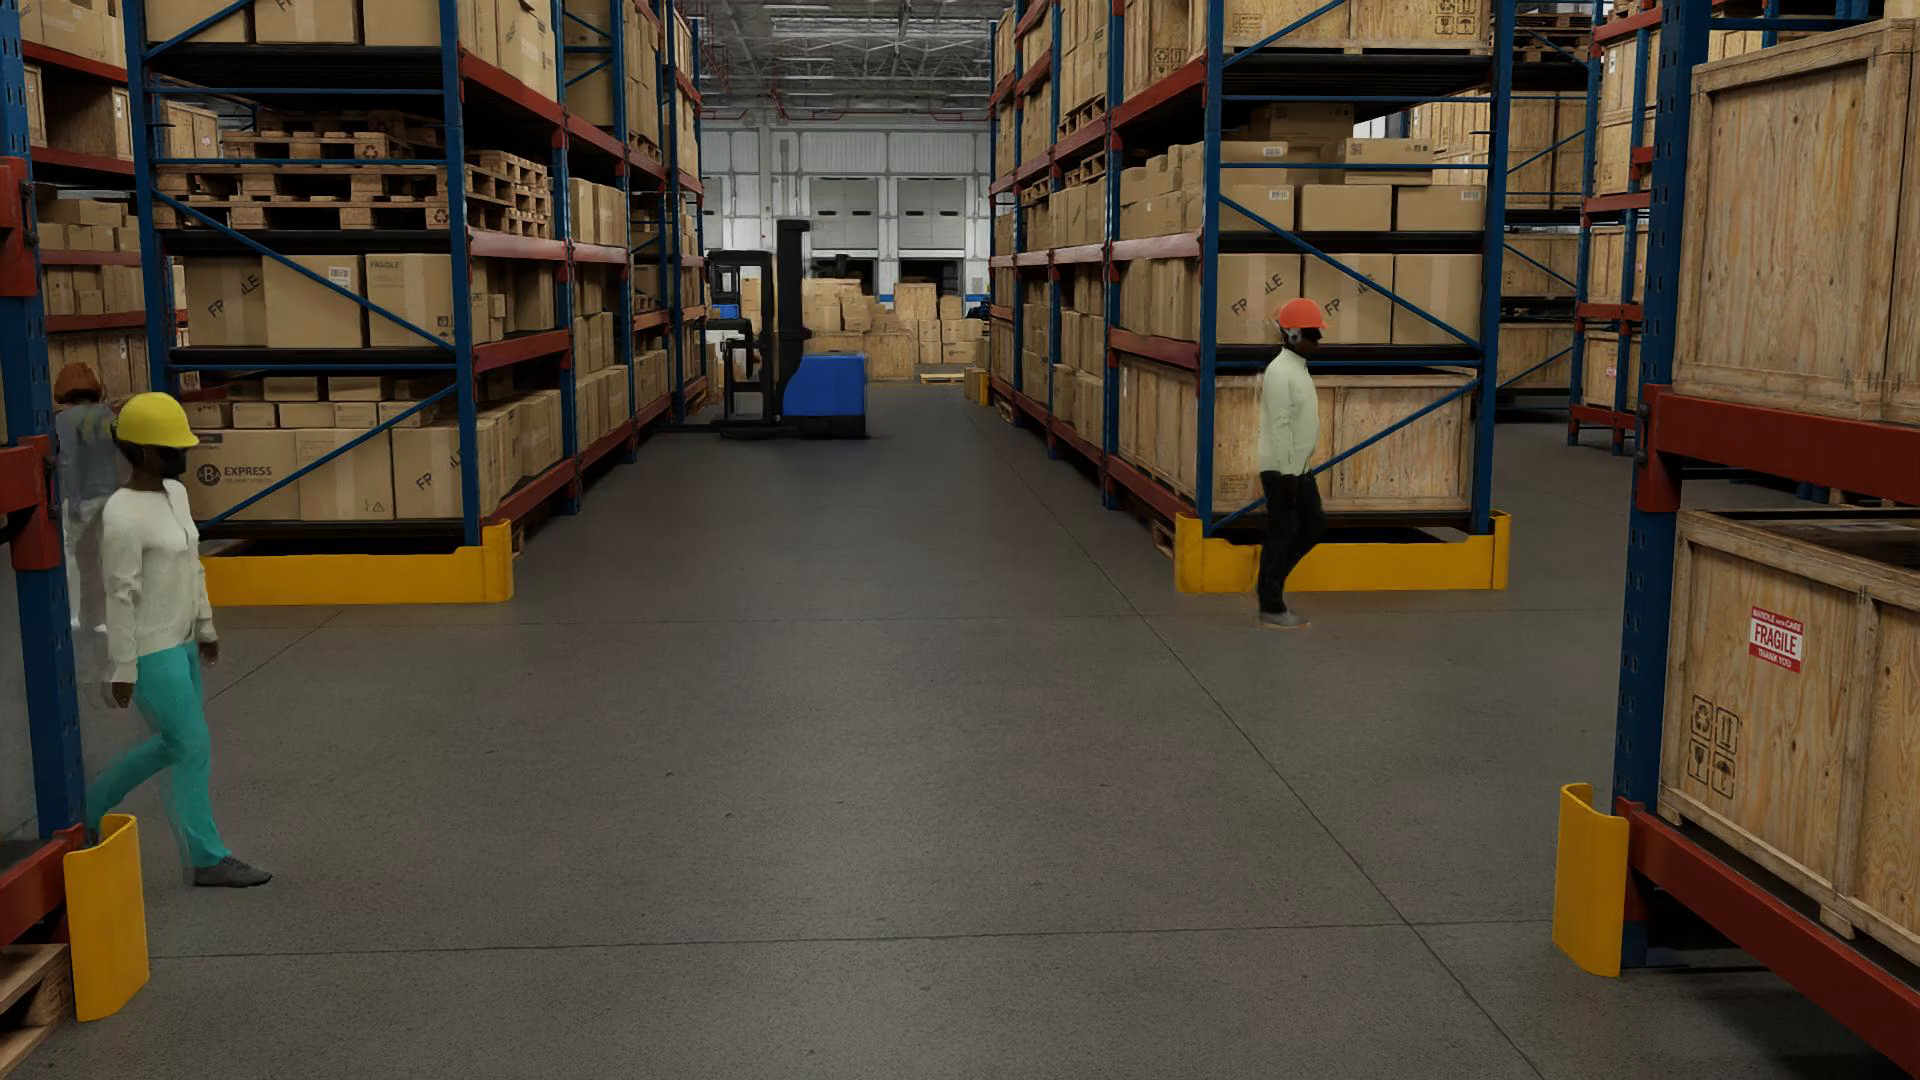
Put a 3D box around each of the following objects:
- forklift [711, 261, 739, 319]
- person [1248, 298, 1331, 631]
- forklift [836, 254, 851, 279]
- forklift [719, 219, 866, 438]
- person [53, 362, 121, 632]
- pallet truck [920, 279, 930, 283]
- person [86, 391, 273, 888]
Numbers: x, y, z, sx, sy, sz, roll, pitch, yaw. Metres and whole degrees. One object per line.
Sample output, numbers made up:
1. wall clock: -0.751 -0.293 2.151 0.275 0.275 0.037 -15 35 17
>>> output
1. forklift: -8.368 -8.713 59.038 1.129 2.768 1.873 -1 9 -4
2. person: 1.967 -0.437 9.866 0.421 1.980 0.612 5 10 27
3. forklift: -3.979 -8.299 56.443 1.873 2.768 1.129 0 9 3
4. forklift: -2.185 -2.767 21.707 1.873 2.768 1.129 -1 9 -4
5. person: -5.196 -0.246 9.859 0.658 1.598 0.511 2 9 14
6. pallet truck: -0.932 -8.922 63.114 1.885 1.965 0.823 2 9 13
7. person: -2.774 0.353 5.681 0.654 1.734 0.537 -1 9 -7
